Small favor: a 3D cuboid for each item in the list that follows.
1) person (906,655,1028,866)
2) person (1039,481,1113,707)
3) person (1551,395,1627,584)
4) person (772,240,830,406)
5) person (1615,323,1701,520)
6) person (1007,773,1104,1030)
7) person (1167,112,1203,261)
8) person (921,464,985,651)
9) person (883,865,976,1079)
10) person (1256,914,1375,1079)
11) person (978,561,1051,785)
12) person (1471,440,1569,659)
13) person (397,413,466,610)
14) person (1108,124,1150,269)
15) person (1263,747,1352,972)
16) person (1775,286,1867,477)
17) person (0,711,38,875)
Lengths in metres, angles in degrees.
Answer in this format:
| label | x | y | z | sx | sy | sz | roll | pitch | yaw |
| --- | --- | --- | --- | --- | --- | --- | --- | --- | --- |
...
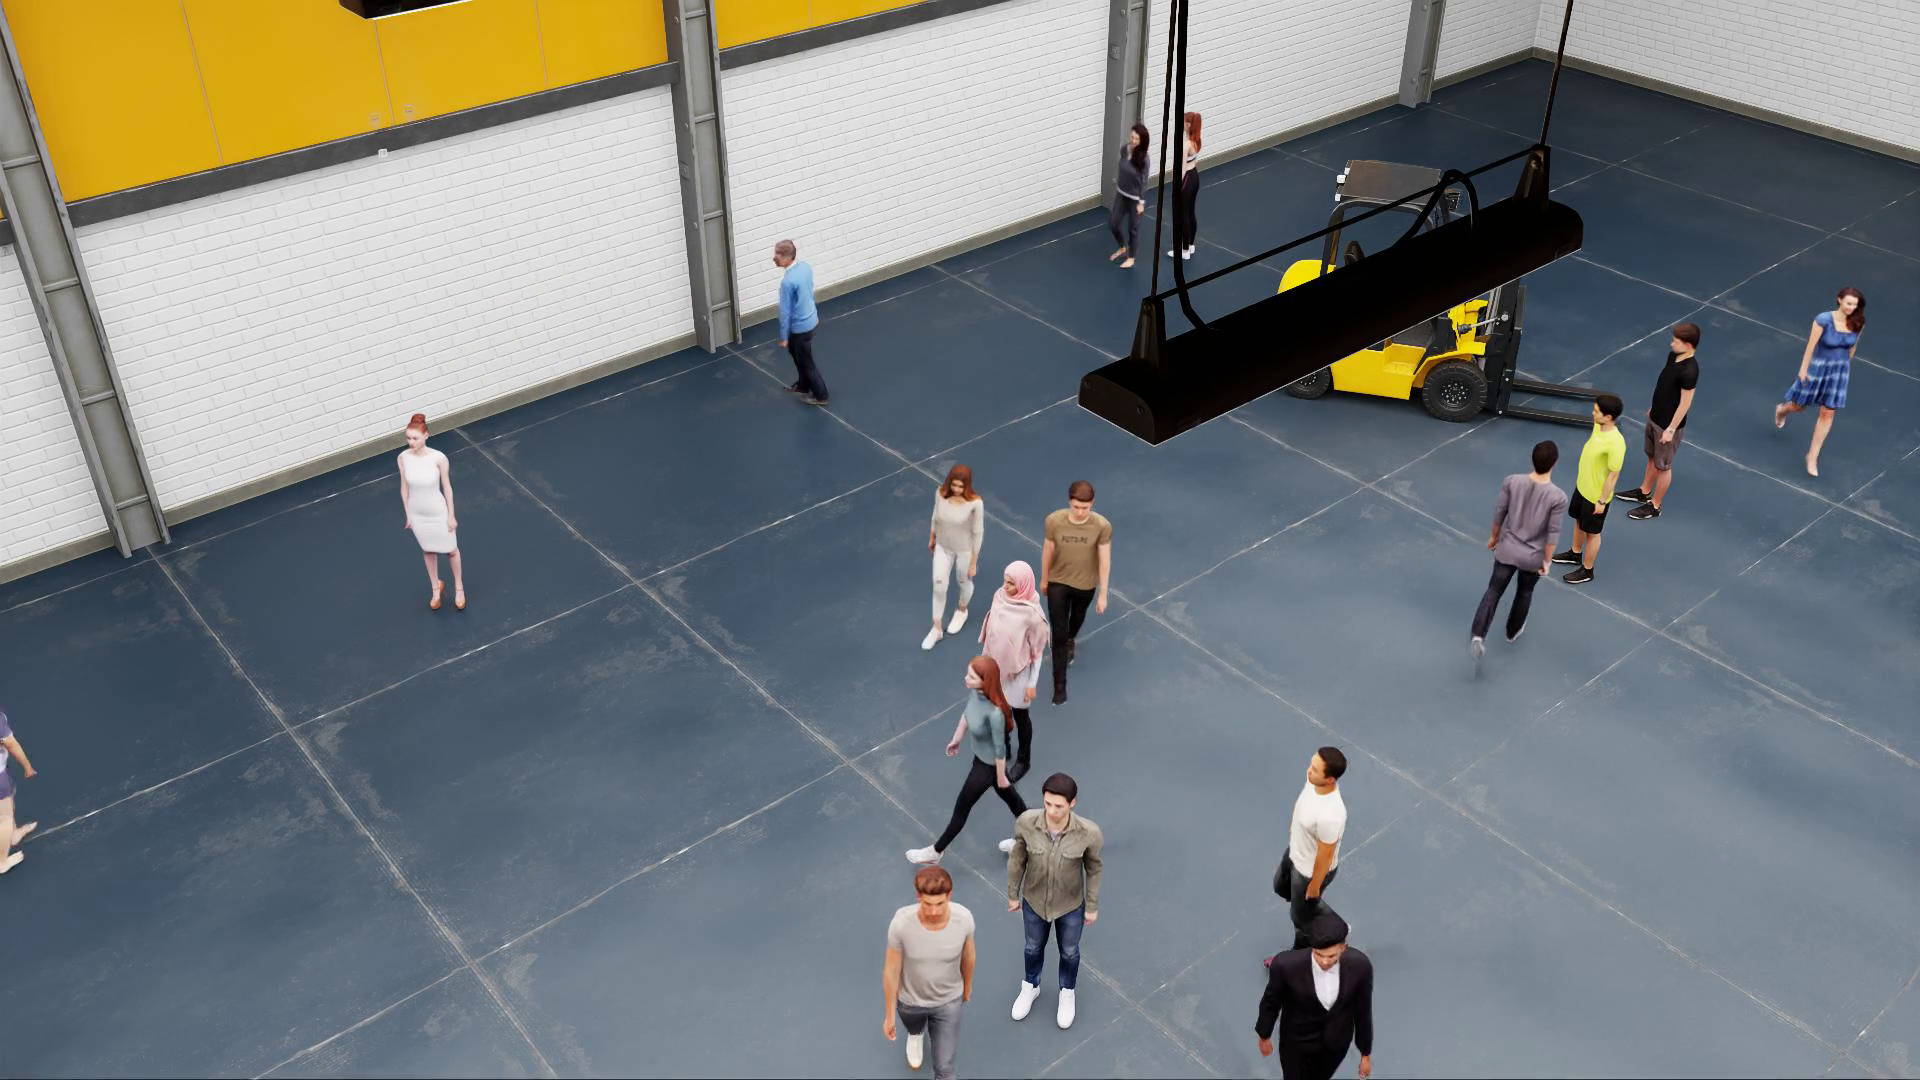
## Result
| label | x | y | z | sx | sy | sz | roll | pitch | yaw |
| --- | --- | --- | --- | --- | --- | --- | --- | --- | --- |
| person | 0.259 | 1.453 | 10.925 | 1.203 | 1.686 | 0.973 | -5 | 34 | -8 |
| person | 0.871 | 0.284 | 12.585 | 1.235 | 1.796 | 1.271 | 2 | 34 | 4 |
| person | 5.257 | -0.445 | 13.763 | 0.719 | 1.707 | 0.698 | -2 | 34 | -3 |
| person | -1.486 | -2.119 | 16.218 | 0.954 | 1.776 | 0.889 | 14 | 36 | 20 |
| person | 6.199 | -1.059 | 14.550 | 0.815 | 1.858 | 0.769 | 1 | 34 | 2 |
| person | 0.563 | 2.097 | 9.797 | 0.788 | 1.864 | 0.799 | 8 | 34 | 12 |
| person | 2.643 | -4.106 | 19.241 | 0.701 | 1.740 | 0.556 | 19 | 38 | 26 |
| person | 0.016 | 0.029 | 13.082 | 0.879 | 1.670 | 0.981 | 15 | 37 | 22 |
| person | -0.188 | 2.458 | 9.260 | 1.250 | 1.856 | 1.212 | -2 | 34 | -3 |
| person | 1.895 | 2.613 | 9.020 | 0.779 | 1.864 | 0.893 | -5 | 34 | -8 |
| person | 0.370 | 0.909 | 11.638 | 0.600 | 1.804 | 0.634 | -28 | 43 | -35 |
| person | 4.294 | 0.120 | 12.804 | 0.844 | 1.827 | 1.109 | 22 | 39 | 29 |
| person | -4.224 | -0.206 | 13.326 | 0.615 | 1.792 | 0.682 | 2 | 34 | 3 |
| person | 1.968 | -3.939 | 18.977 | 0.626 | 1.753 | 0.688 | -23 | 40 | -30 |
| person | 2.214 | 1.943 | 10.087 | 0.945 | 1.798 | 0.878 | -1 | 34 | -1 |
| person | 7.913 | -1.519 | 15.311 | 1.105 | 1.782 | 1.124 | 0 | 34 | 0 |
| person | -6.446 | 1.533 | 10.942 | 0.747 | 1.534 | 0.819 | 5 | 34 | 8 |
